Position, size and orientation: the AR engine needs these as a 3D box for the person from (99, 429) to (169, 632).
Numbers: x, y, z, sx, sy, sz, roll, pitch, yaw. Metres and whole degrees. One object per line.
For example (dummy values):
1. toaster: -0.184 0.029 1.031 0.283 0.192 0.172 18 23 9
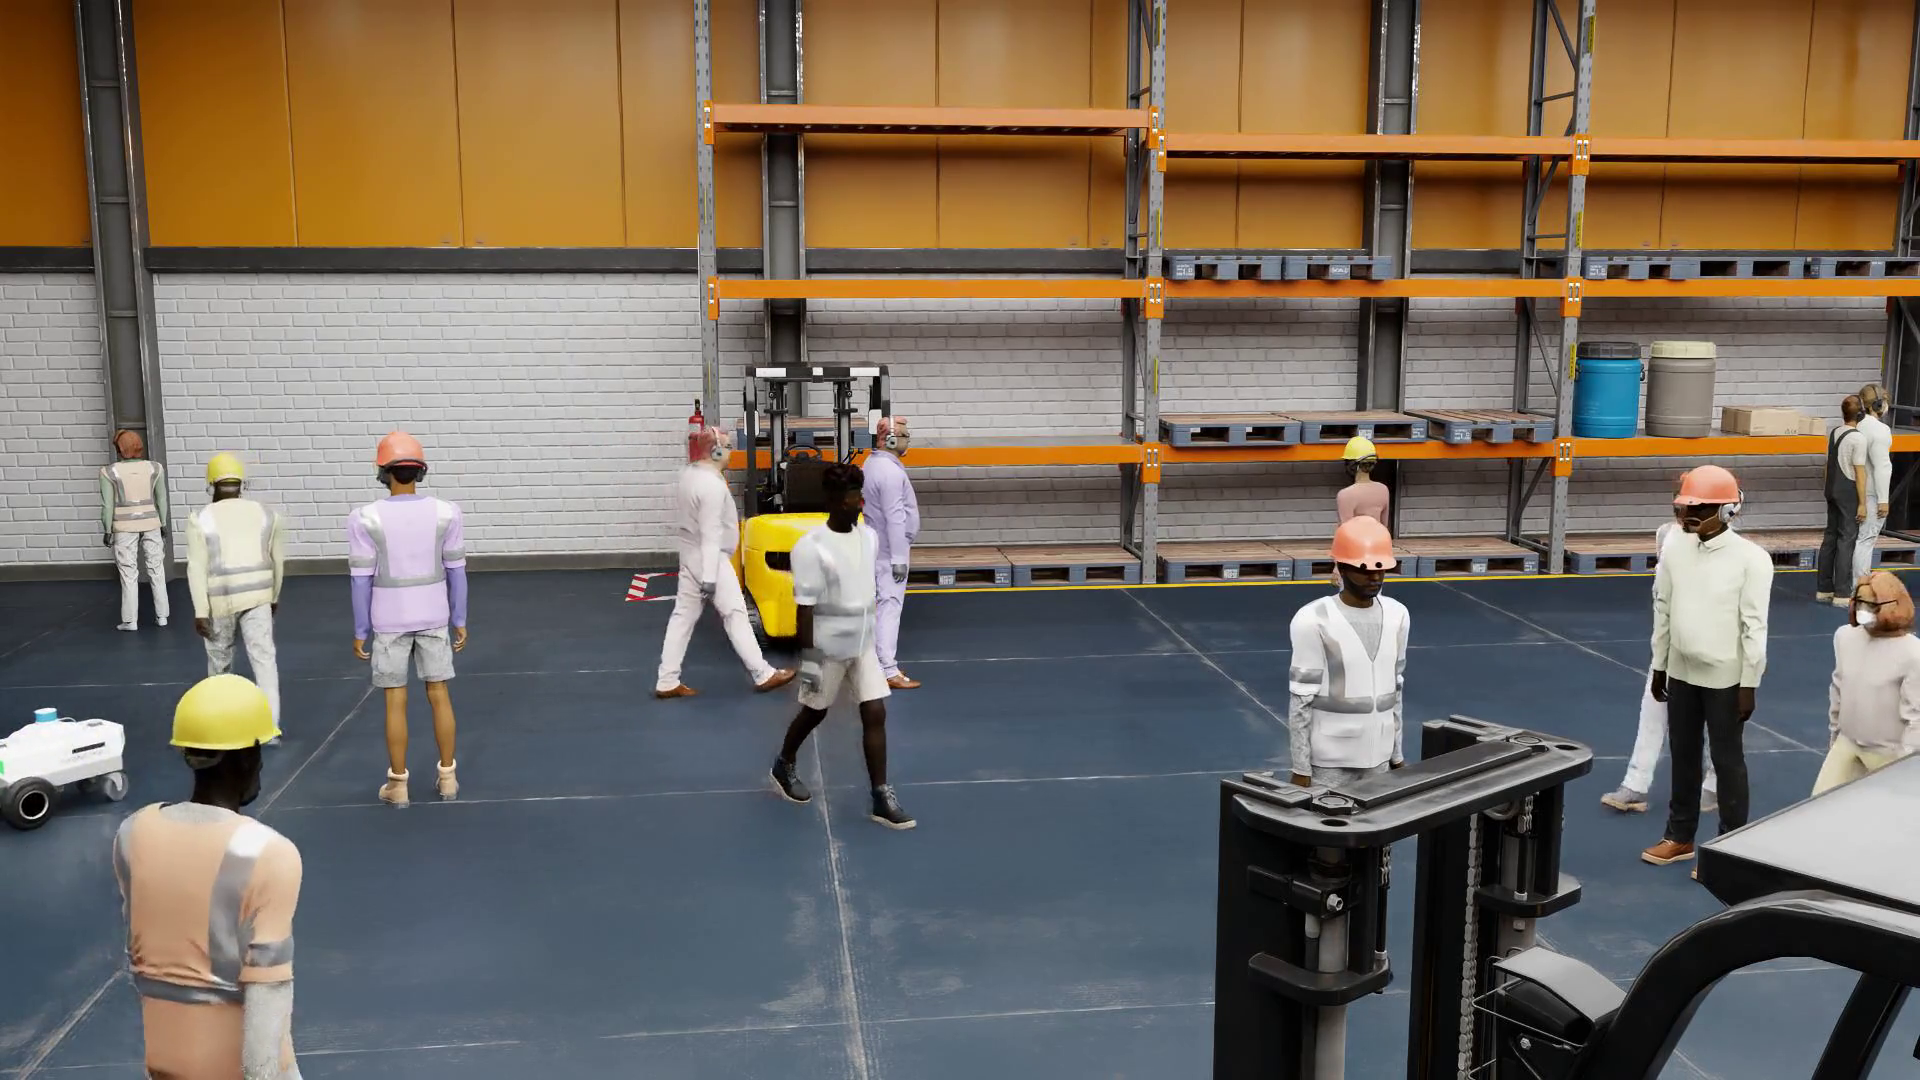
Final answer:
1. person: -6.655 -0.077 13.436 0.309 1.645 0.514 9 13 44

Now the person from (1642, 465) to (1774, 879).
1. person: 3.564 0.631 7.970 0.396 1.989 0.619 -4 10 -25

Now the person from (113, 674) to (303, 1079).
1. person: -1.923 1.287 4.182 0.595 1.887 0.937 3 10 20

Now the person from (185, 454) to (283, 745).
1. person: -4.478 0.360 10.298 0.605 1.774 0.948 -8 12 -42

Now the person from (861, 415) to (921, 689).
1. person: -0.478 0.080 11.643 0.401 1.906 0.650 -3 10 -17

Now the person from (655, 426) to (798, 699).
1. person: -1.630 0.160 11.297 0.998 1.860 0.664 -5 10 -28

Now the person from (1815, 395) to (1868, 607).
1. person: 7.709 -0.341 14.458 0.332 1.843 0.518 -1 9 -4

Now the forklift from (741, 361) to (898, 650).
1. forklift: -1.154 -0.340 13.365 1.214 2.155 2.313 -1 9 -7

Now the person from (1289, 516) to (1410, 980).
1. person: 1.583 0.857 6.693 0.551 1.935 0.375 -4 10 -23

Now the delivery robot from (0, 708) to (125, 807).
1. delivery robot: -4.875 1.145 8.908 0.477 0.478 0.707 6 11 33

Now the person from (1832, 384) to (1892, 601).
1. person: 7.847 -0.384 14.436 0.372 1.940 0.631 -1 9 -5

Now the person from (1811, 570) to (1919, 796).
1. person: 3.897 0.933 7.185 0.553 1.612 0.519 -3 10 -21

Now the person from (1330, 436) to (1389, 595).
1. person: 2.756 0.165 11.545 0.532 1.767 0.328 -7 12 -39

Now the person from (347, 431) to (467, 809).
1. person: -2.990 0.431 9.030 0.615 2.041 0.378 -5 11 -30

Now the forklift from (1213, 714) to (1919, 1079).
1. forklift: 1.441 1.425 2.350 1.214 2.155 2.313 -7 12 -39

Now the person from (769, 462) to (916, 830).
1. person: -0.674 0.527 8.814 0.996 1.924 0.619 8 12 42

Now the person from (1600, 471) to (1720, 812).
1. person: 3.795 0.562 8.775 0.864 1.853 0.622 -4 10 -22
